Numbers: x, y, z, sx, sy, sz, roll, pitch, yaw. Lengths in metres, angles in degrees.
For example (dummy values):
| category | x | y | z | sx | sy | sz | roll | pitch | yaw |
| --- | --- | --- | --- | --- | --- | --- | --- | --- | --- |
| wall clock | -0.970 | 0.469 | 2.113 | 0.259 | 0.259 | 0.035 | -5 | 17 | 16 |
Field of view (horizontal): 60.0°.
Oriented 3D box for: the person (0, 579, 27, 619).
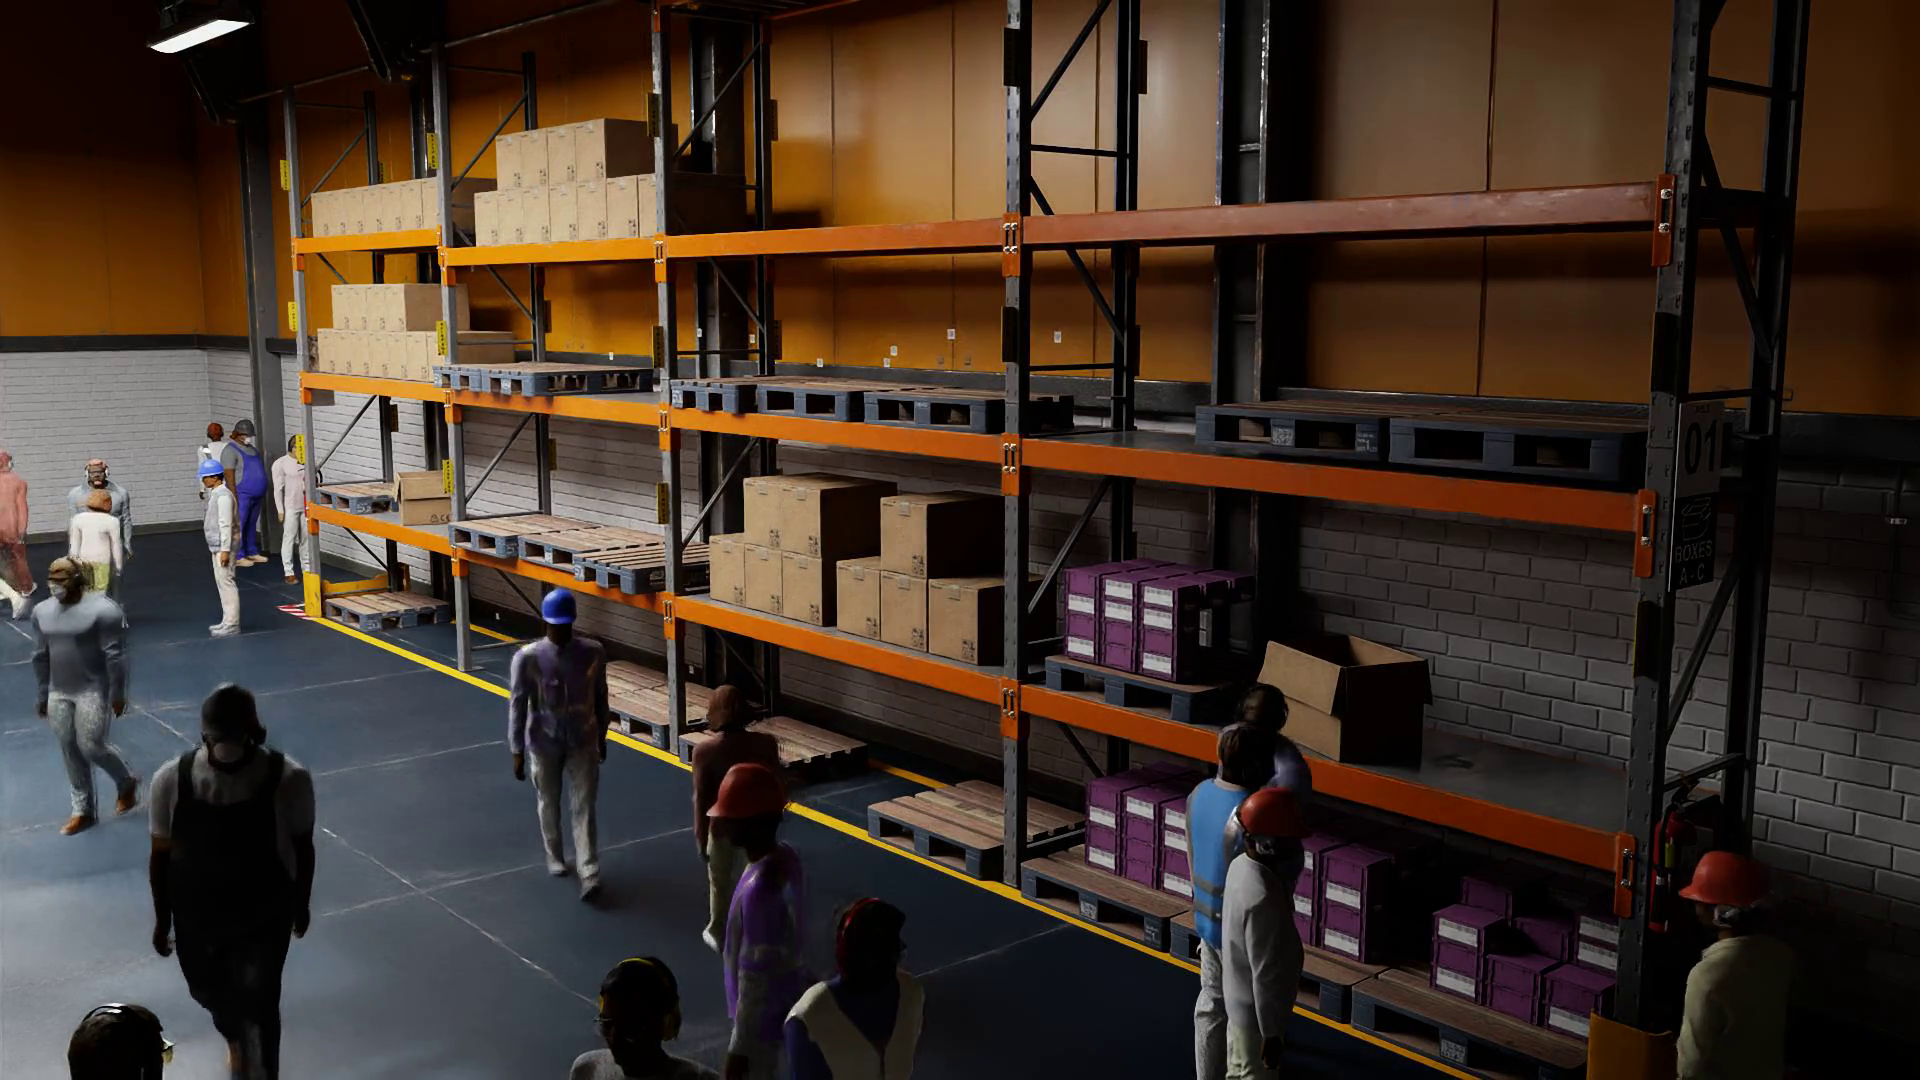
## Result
| category | x | y | z | sx | sy | sz | roll | pitch | yaw |
| --- | --- | --- | --- | --- | --- | --- | --- | --- | --- |
| person | -11.015 | 0.096 | 18.777 | 0.730 | 1.724 | 0.569 | 0 | 8 | -1 |

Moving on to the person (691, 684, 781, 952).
| category | x | y | z | sx | sy | sz | roll | pitch | yaw |
| --- | --- | --- | --- | --- | --- | --- | --- | --- | --- |
| person | -1.201 | 1.564 | 9.036 | 0.518 | 1.585 | 0.864 | -4 | 9 | -23 |

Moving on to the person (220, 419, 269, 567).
| category | x | y | z | sx | sy | sz | roll | pitch | yaw |
| --- | --- | --- | --- | --- | --- | --- | --- | --- | --- |
| person | -9.835 | -0.666 | 22.977 | 0.536 | 2.000 | 0.676 | 1 | 8 | 7 |

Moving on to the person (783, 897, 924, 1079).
| category | x | y | z | sx | sy | sz | roll | pitch | yaw |
| --- | --- | --- | --- | --- | --- | --- | --- | --- | --- |
| person | -0.338 | 1.998 | 5.344 | 0.554 | 1.796 | 0.944 | -7 | 11 | -40 |

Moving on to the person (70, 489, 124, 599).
| category | x | y | z | sx | sy | sz | roll | pitch | yaw |
| --- | --- | --- | --- | --- | --- | --- | --- | --- | --- |
| person | -9.352 | 0.263 | 18.003 | 0.519 | 1.602 | 0.461 | 1 | 8 | 6 |

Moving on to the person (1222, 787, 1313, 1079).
| category | x | y | z | sx | sy | sz | roll | pitch | yaw |
| --- | --- | --- | --- | --- | --- | --- | --- | --- | --- |
| person | 1.210 | 1.831 | 6.606 | 0.334 | 1.749 | 0.575 | 0 | 8 | 1 |

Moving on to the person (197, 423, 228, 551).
| category | x | y | z | sx | sy | sz | roll | pitch | yaw |
| --- | --- | --- | --- | --- | --- | --- | --- | --- | --- |
| person | -10.793 | -0.771 | 24.248 | 0.574 | 1.884 | 0.355 | -7 | 11 | -40 |

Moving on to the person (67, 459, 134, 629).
| category | x | y | z | sx | sy | sz | roll | pitch | yaw |
| --- | --- | --- | --- | --- | --- | --- | --- | --- | --- |
| person | -9.495 | 0.059 | 18.395 | 0.639 | 1.910 | 0.406 | -5 | 9 | -30 |

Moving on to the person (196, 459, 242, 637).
| category | x | y | z | sx | sy | sz | roll | pitch | yaw |
| --- | --- | --- | --- | --- | --- | --- | --- | --- | --- |
| person | -8.077 | 0.077 | 18.185 | 0.415 | 1.934 | 0.621 | -5 | 10 | -33 |

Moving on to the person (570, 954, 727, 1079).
| category | x | y | z | sx | sy | sz | roll | pitch | yaw |
| --- | --- | --- | --- | --- | --- | --- | --- | --- | --- |
| person | -0.877 | 2.055 | 4.649 | 0.519 | 1.874 | 0.331 | 2 | 8 | 14 |

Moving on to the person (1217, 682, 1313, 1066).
| category | x | y | z | sx | sy | sz | roll | pitch | yaw |
| --- | --- | --- | --- | --- | --- | --- | --- | --- | --- |
| person | 1.455 | 1.575 | 7.894 | 0.437 | 1.899 | 0.680 | -2 | 9 | -16 |

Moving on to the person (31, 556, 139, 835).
| category | x | y | z | sx | sy | sz | roll | pitch | yaw |
| --- | --- | --- | --- | --- | --- | --- | --- | --- | --- |
| person | -6.036 | 1.049 | 11.454 | 0.629 | 1.928 | 0.500 | 1 | 8 | 10 |

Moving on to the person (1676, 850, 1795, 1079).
| category | x | y | z | sx | sy | sz | roll | pitch | yaw |
| --- | --- | --- | --- | --- | --- | --- | --- | --- | --- |
| person | 2.755 | 1.956 | 5.838 | 0.588 | 1.729 | 0.626 | -6 | 10 | -36 |

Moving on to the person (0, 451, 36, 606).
| category | x | y | z | sx | sy | sz | roll | pitch | yaw |
| --- | --- | --- | --- | --- | --- | --- | --- | --- | --- |
| person | -11.527 | -0.136 | 20.037 | 0.624 | 1.845 | 1.085 | -2 | 8 | -12 |

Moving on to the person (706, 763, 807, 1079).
| category | x | y | z | sx | sy | sz | roll | pitch | yaw |
| --- | --- | --- | --- | --- | --- | --- | --- | --- | --- |
| person | -0.746 | 1.784 | 6.346 | 0.638 | 1.922 | 0.564 | 0 | 8 | 0 |

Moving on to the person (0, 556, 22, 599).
| category | x | y | z | sx | sy | sz | roll | pitch | yaw |
| --- | --- | --- | --- | --- | --- | --- | --- | --- | --- |
| person | -11.916 | -0.135 | 20.108 | 0.551 | 1.803 | 0.989 | 7 | 11 | 40 |

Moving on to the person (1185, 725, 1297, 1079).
| category | x | y | z | sx | sy | sz | roll | pitch | yaw |
| --- | --- | --- | --- | --- | --- | --- | --- | --- | --- |
| person | 1.227 | 1.702 | 7.200 | 0.428 | 1.845 | 0.621 | -3 | 9 | -22 |

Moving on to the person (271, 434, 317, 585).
| category | x | y | z | sx | sy | sz | roll | pitch | yaw |
| --- | --- | --- | --- | --- | --- | --- | --- | --- | --- |
| person | -8.556 | -0.403 | 21.511 | 0.372 | 1.937 | 0.627 | 6 | 10 | 35 |

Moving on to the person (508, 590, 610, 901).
| category | x | y | z | sx | sy | sz | roll | pitch | yaw |
| --- | --- | --- | --- | --- | --- | --- | --- | --- | --- |
| person | -2.454 | 1.245 | 10.232 | 0.641 | 1.891 | 0.998 | -3 | 9 | -21 |

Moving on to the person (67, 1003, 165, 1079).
| category | x | y | z | sx | sy | sz | roll | pitch | yaw |
| --- | --- | --- | --- | --- | --- | --- | --- | --- | --- |
| person | -2.083 | 2.100 | 4.159 | 0.628 | 1.931 | 0.379 | 3 | 9 | 21 |

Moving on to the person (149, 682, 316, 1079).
| category | x | y | z | sx | sy | sz | roll | pitch | yaw |
| --- | --- | --- | --- | --- | --- | --- | --- | --- | --- |
| person | -3.238 | 1.566 | 7.461 | 0.679 | 2.000 | 0.939 | -1 | 8 | -10 |
